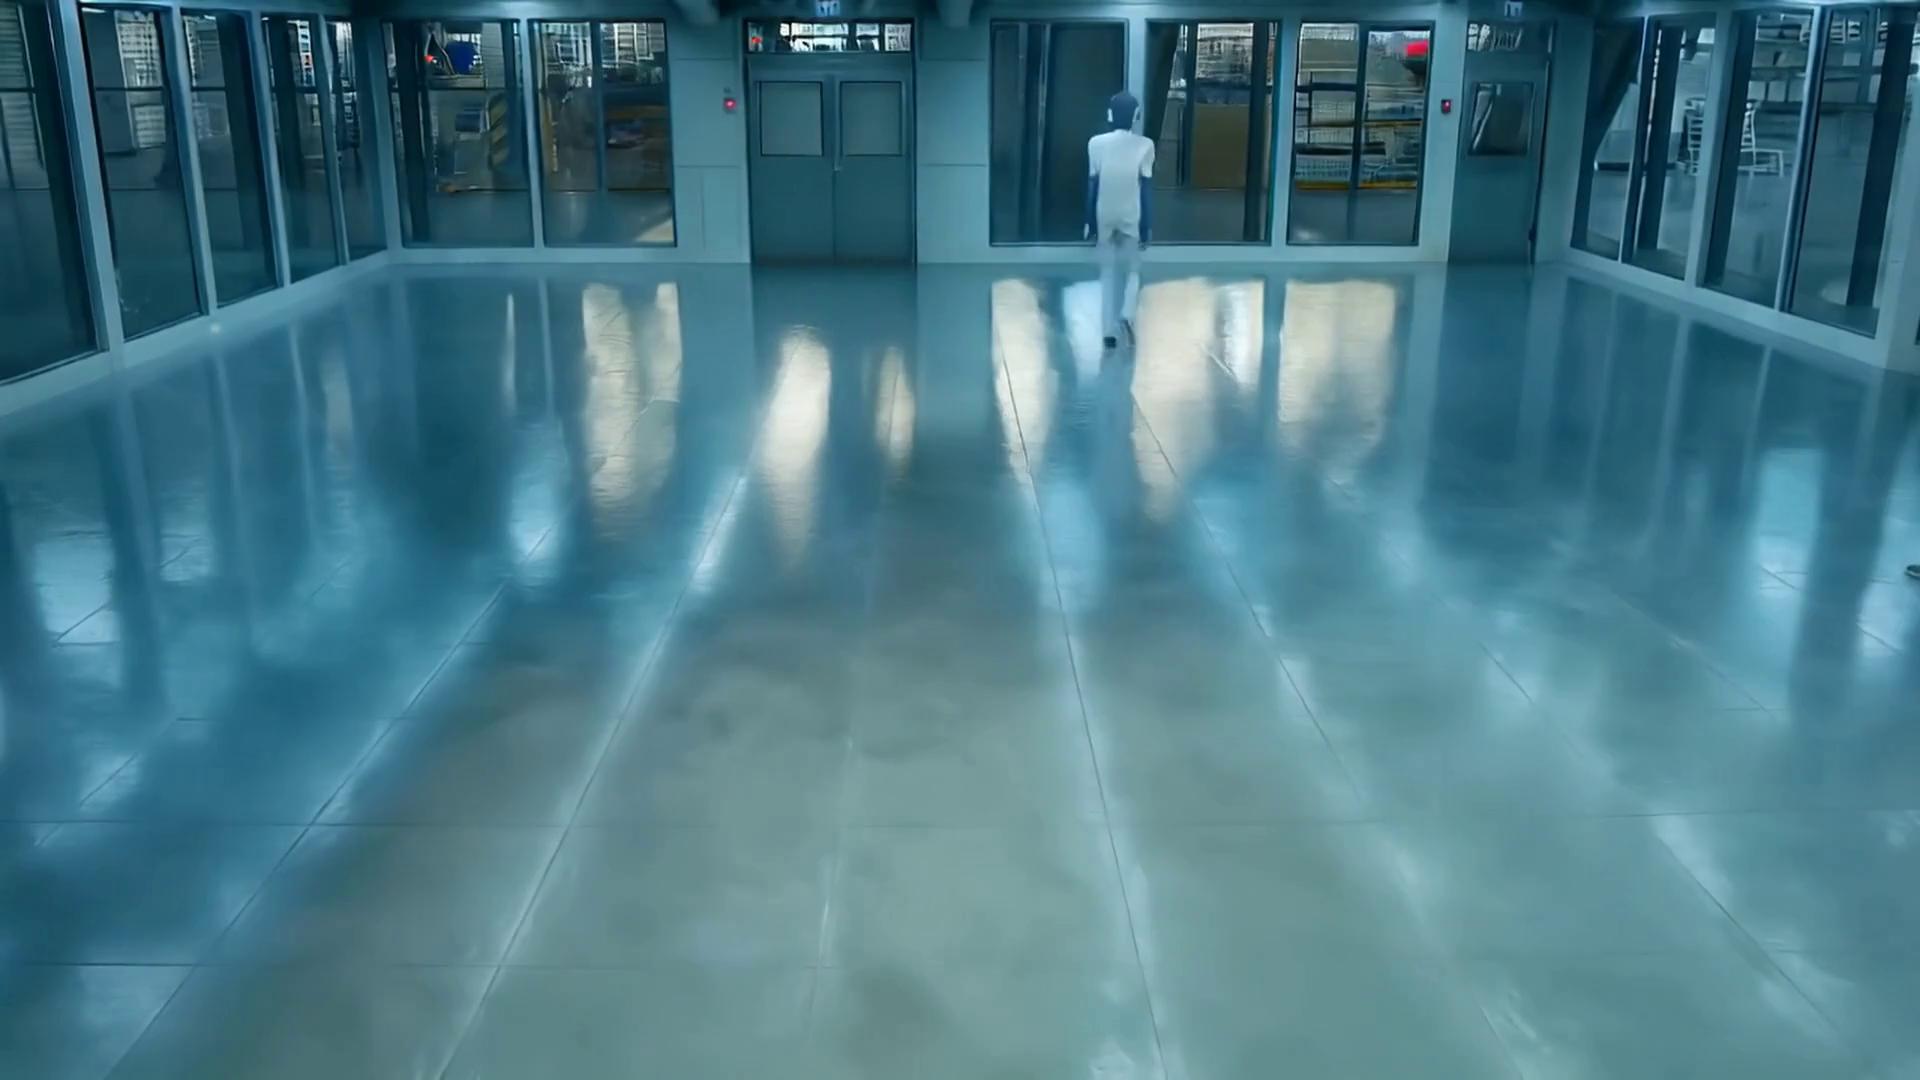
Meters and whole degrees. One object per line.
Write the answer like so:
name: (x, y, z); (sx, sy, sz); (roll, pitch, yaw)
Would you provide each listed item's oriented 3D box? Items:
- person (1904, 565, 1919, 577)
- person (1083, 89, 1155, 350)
person: (4.034, -0.572, 6.526); (0.278, 1.633, 0.498); (4, 17, 14)
person: (1.138, -2.296, 12.028); (0.527, 1.855, 0.418); (3, 17, 11)
